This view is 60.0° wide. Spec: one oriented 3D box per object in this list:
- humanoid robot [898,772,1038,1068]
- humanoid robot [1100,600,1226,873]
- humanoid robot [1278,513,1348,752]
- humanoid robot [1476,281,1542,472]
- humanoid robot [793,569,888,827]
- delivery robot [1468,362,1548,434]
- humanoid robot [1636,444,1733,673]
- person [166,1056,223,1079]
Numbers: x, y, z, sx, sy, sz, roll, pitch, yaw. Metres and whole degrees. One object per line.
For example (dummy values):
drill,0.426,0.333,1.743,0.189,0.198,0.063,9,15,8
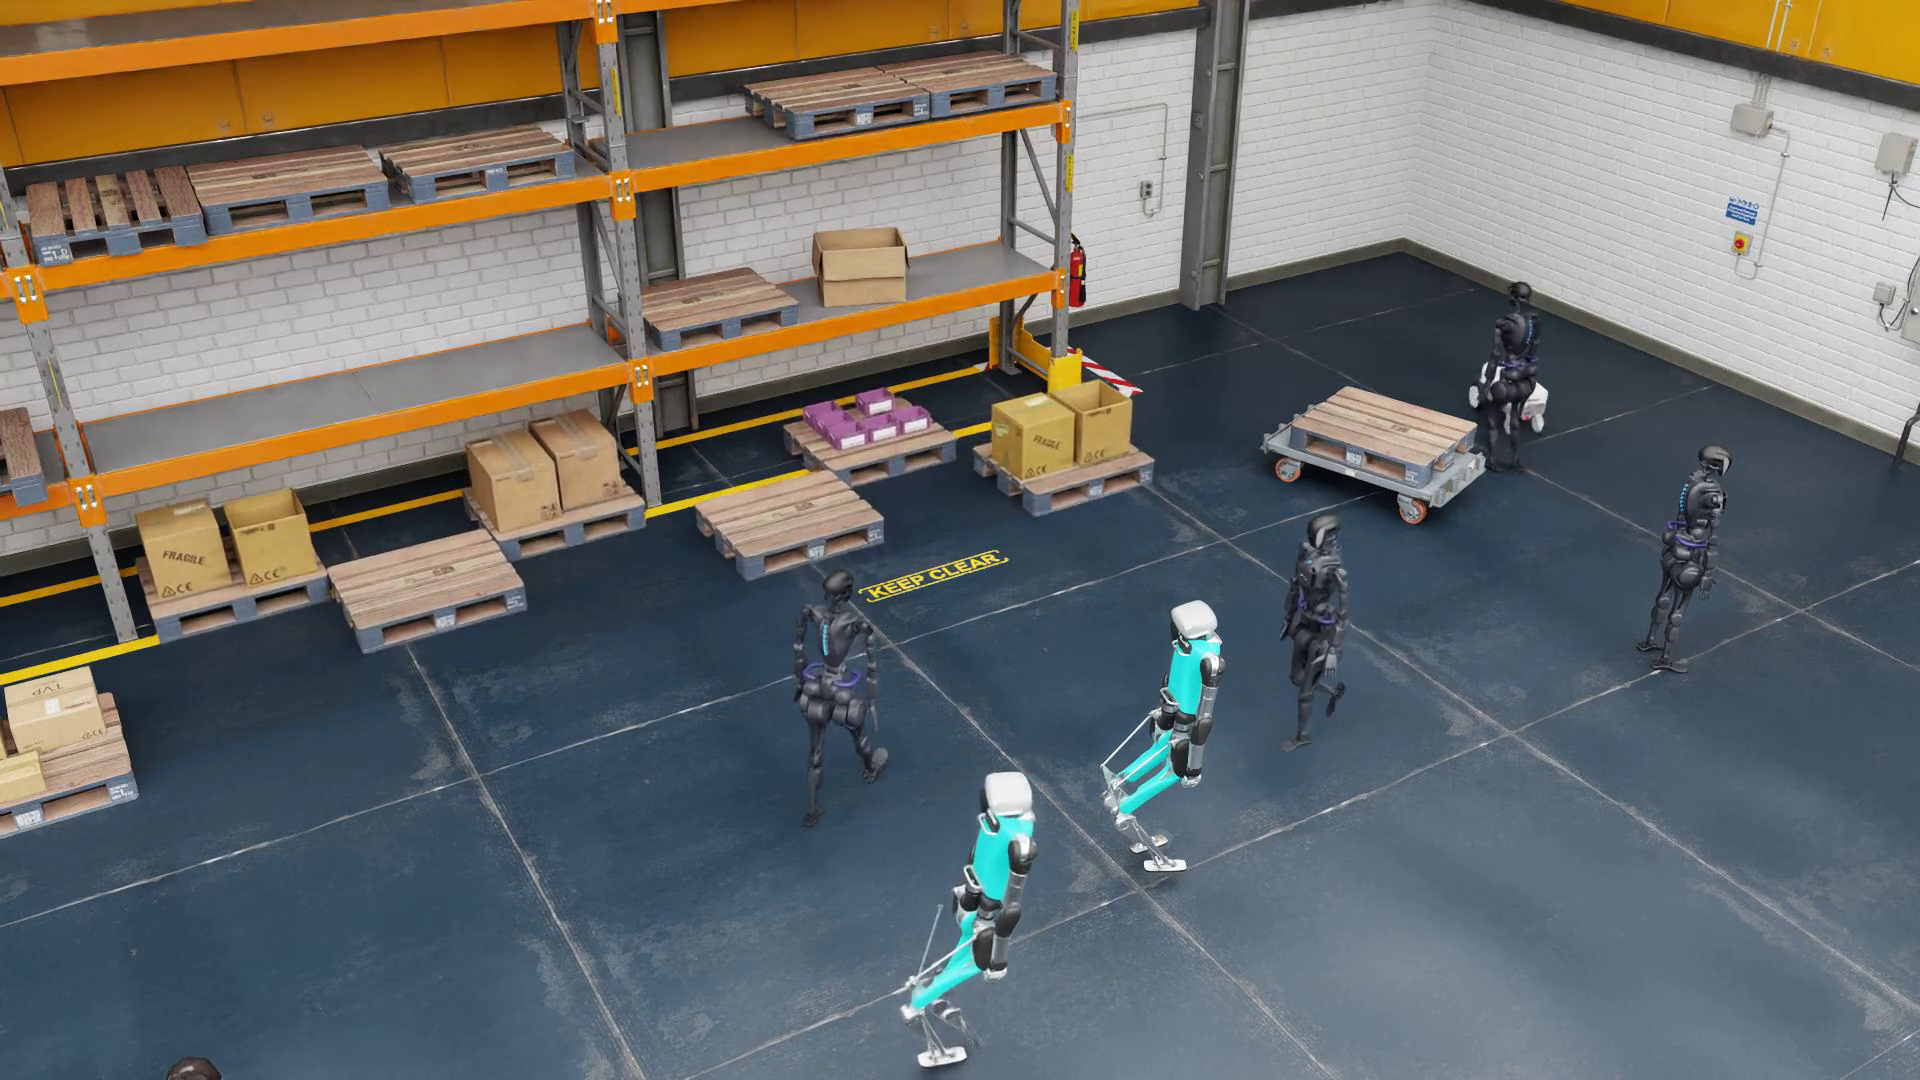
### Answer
humanoid robot,-0.051,1.952,8.080,0.819,1.811,0.530,-9,31,-15
humanoid robot,1.062,1.136,9.331,0.735,1.681,0.533,-8,30,-14
humanoid robot,2.326,0.570,10.548,0.596,1.642,0.597,-13,32,-21
humanoid robot,4.646,-1.351,13.947,0.586,1.636,0.434,-17,34,-27
humanoid robot,-0.746,0.892,10.002,0.591,1.625,0.755,11,31,19
delivery robot,4.993,-1.335,15.051,0.499,0.598,0.791,-5,30,-9
humanoid robot,4.974,0.096,11.358,0.315,1.657,0.599,1,29,1
person,-2.794,2.751,6.468,0.534,1.879,0.411,-14,32,-23
